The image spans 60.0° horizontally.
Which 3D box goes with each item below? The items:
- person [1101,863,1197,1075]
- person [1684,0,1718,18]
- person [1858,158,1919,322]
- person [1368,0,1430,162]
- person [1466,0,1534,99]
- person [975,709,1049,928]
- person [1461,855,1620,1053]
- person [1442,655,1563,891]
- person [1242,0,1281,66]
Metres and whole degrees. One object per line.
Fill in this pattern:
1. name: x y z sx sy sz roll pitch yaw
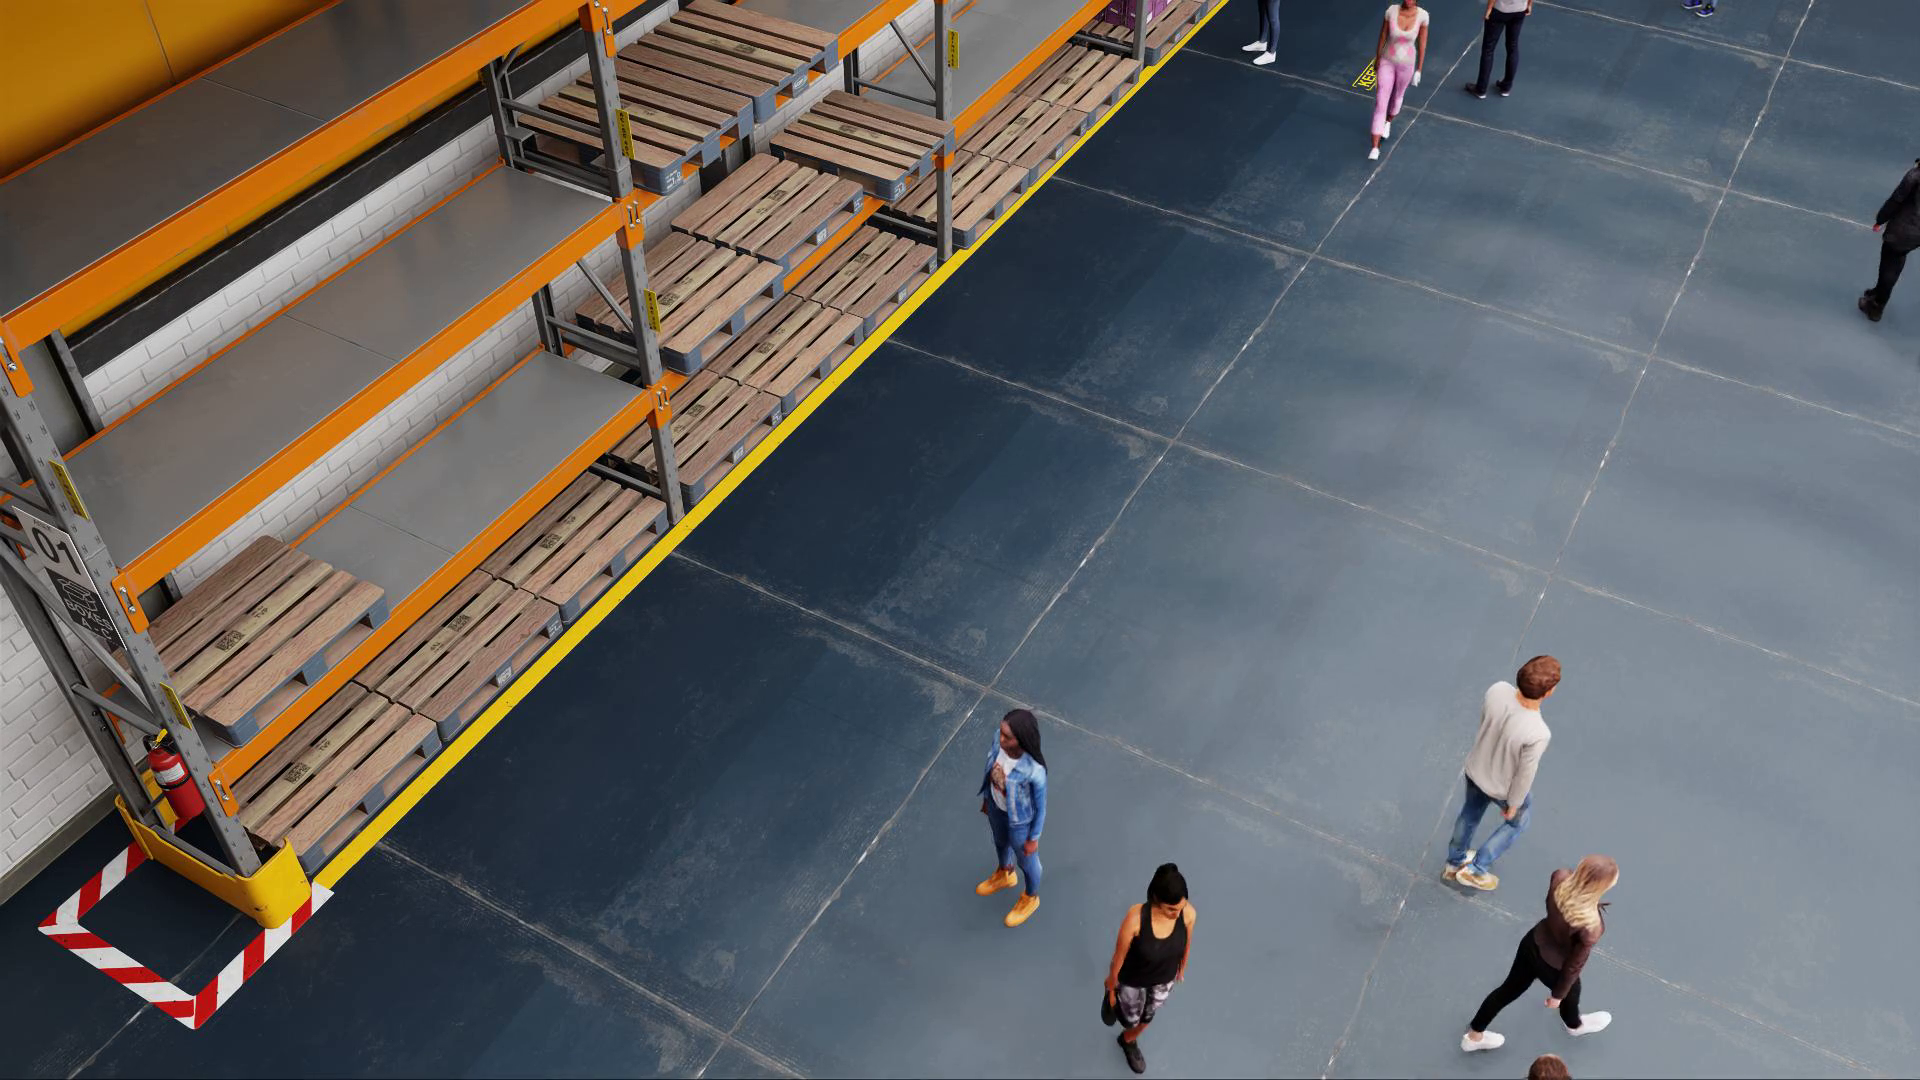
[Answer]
1. person: 0.963 2.194 8.805 0.800 1.655 0.858 -9 44 -10
2. person: 8.240 -6.336 18.050 0.630 1.253 0.581 -15 46 -15
3. person: 7.870 -2.543 13.697 0.781 1.766 0.826 -5 44 -5
4. person: 4.176 -4.529 15.834 0.793 1.695 1.184 11 45 12
5. person: 5.464 -5.299 16.538 0.711 1.839 0.751 -8 44 -8
6. person: 0.317 1.556 9.434 0.656 1.712 0.679 -27 50 -26
7. person: 3.026 2.232 8.765 1.130 1.656 1.081 -9 44 -10
8. person: 3.003 1.374 9.496 0.782 1.890 0.762 -20 47 -20
9. person: 3.211 -5.780 17.120 0.741 1.732 0.679 -10 45 -11
